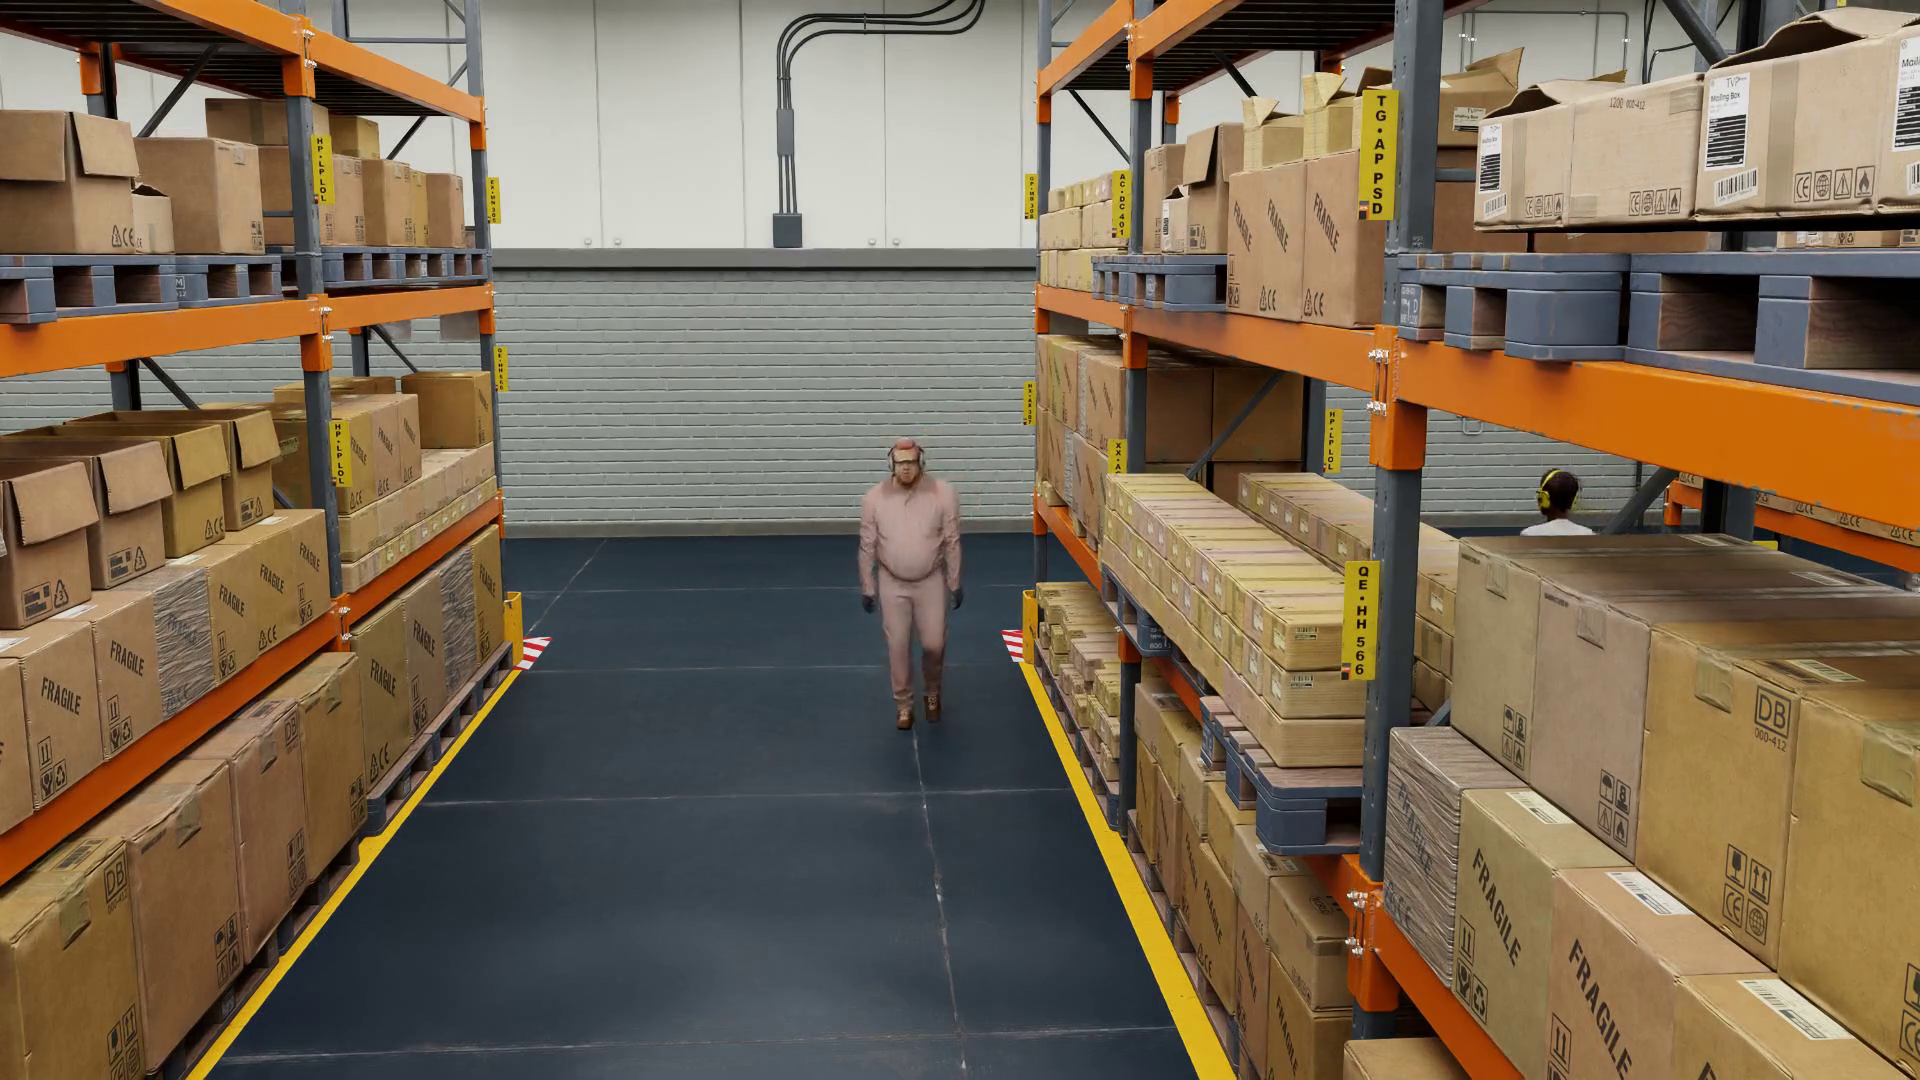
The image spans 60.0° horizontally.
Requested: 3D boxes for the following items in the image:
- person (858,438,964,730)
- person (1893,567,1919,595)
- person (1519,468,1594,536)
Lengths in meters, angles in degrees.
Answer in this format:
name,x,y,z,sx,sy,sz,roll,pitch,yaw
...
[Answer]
name,x,y,z,sx,sy,sz,roll,pitch,yaw
person,-0.322,0.285,10.690,0.683,1.891,0.431,1,10,4
person,7.193,0.000,12.390,0.642,1.902,0.988,-1,10,-4
person,3.368,0.521,9.443,0.534,1.849,0.636,-3,10,-20
